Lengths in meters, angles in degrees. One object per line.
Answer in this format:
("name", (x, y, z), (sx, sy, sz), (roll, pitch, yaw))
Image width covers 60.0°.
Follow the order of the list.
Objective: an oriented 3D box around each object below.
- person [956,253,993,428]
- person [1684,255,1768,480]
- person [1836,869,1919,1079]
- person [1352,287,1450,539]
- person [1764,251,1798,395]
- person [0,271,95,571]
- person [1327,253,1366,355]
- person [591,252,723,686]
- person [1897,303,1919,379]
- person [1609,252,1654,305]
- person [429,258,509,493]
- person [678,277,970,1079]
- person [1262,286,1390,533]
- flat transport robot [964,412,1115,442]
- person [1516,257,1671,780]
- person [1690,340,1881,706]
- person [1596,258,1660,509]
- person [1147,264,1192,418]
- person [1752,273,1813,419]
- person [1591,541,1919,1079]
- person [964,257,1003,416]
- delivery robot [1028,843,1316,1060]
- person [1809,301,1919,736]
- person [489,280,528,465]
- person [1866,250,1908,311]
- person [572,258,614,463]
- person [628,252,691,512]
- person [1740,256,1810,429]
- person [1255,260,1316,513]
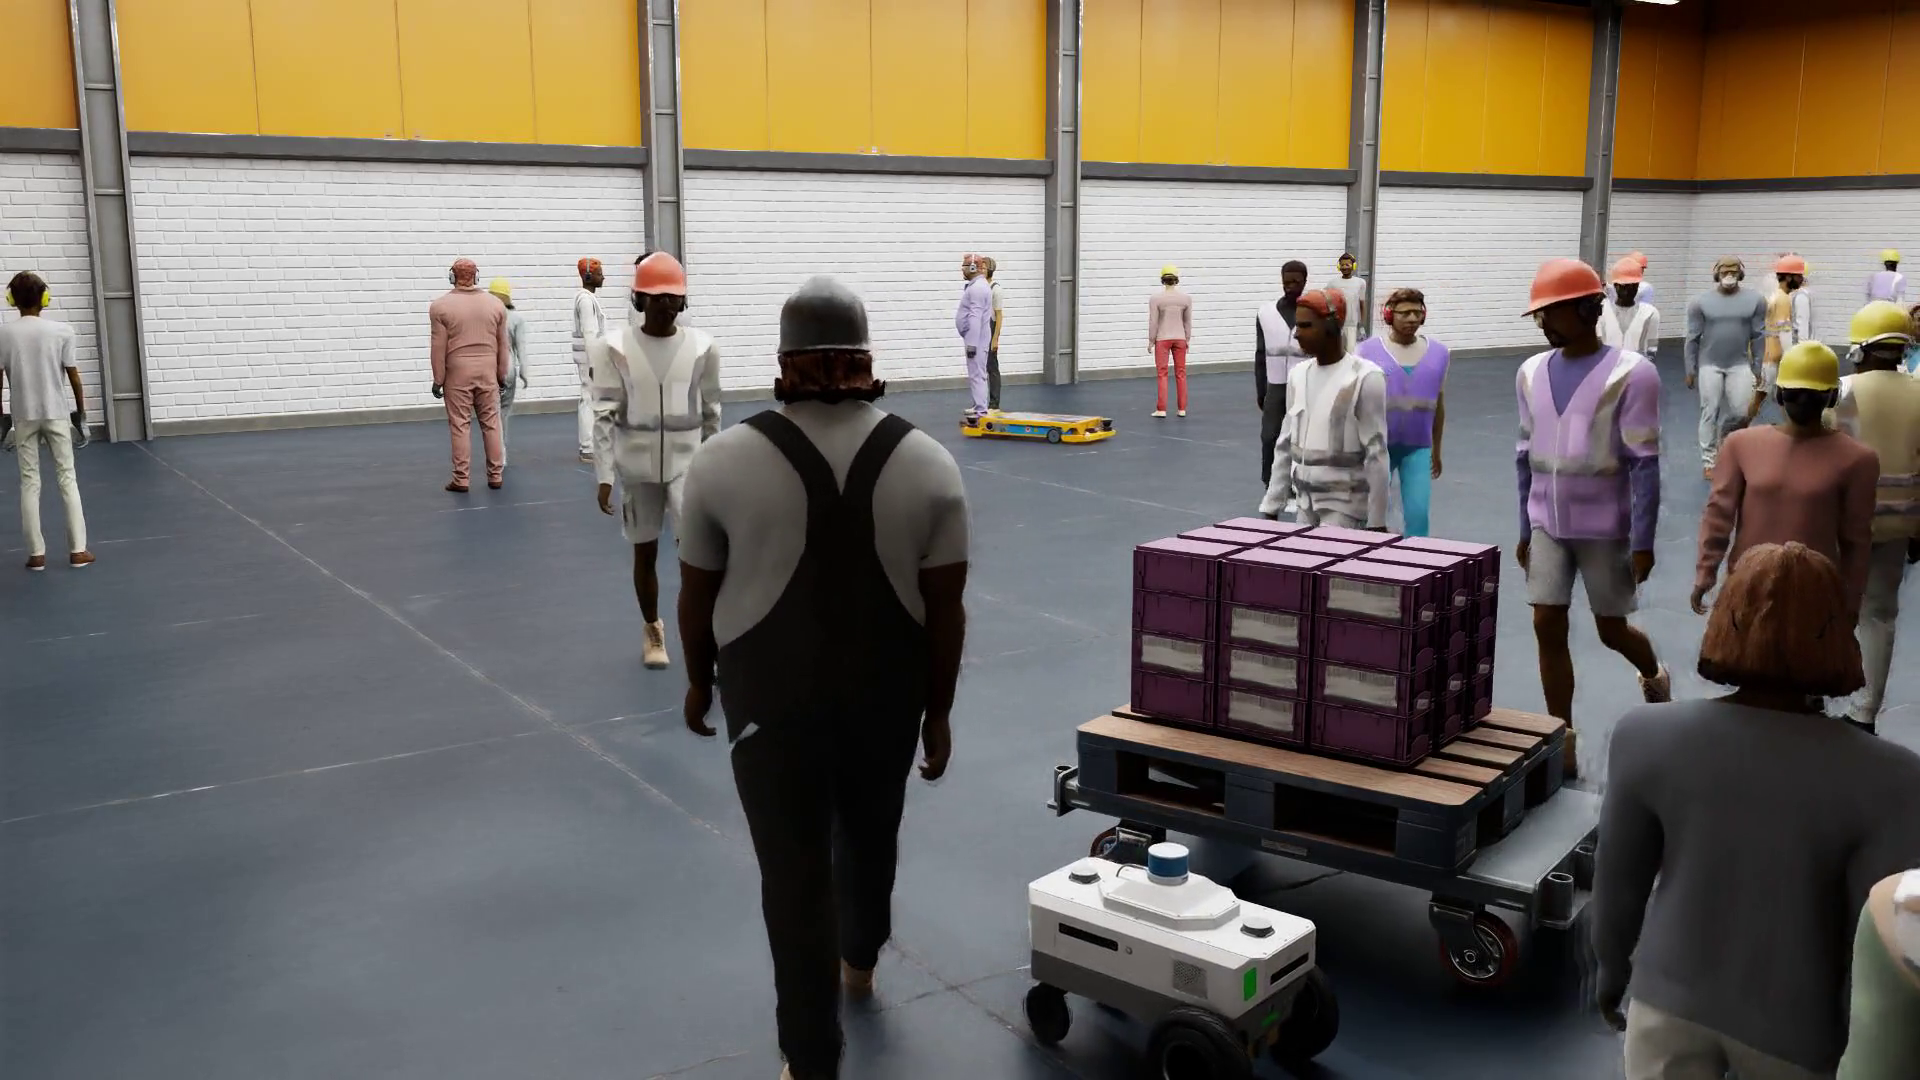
("person", (0.152, -2.181, 18.235), (0.401, 1.901, 0.647), (1, 10, 4))
("person", (6.532, -1.470, 14.249), (0.648, 1.923, 0.468), (3, 11, 17))
("person", (1.271, 0.933, 1.894), (0.542, 1.623, 0.375), (7, 13, 34))
("person", (2.472, -0.543, 9.507), (0.580, 1.813, 0.914), (-1, 10, -3))
("person", (10.851, -2.846, 21.883), (0.501, 1.888, 0.679), (1, 10, 6))
("person", (-5.752, -0.740, 10.415), (0.532, 1.863, 0.310), (-5, 11, -24))
("person", (4.951, -2.747, 21.404), (0.533, 1.870, 0.315), (3, 11, 15))
("person", (-1.373, -0.310, 7.688), (0.618, 1.997, 1.012), (-3, 11, -15))
("person", (6.393, -0.777, 11.218), (0.523, 1.645, 0.306), (8, 13, 36))
("person", (8.185, -2.562, 20.361), (0.563, 1.891, 0.989), (8, 13, 38))
("person", (-4.014, -1.344, 13.607), (0.651, 1.907, 0.409), (-7, 13, -35))
("person", (-0.352, 0.314, 4.150), (0.687, 2.000, 1.009), (-3, 11, -15))
("person", (1.545, -0.129, 7.053), (0.426, 1.871, 0.610), (-5, 11, -24))
("flat transport robot", (0.818, -1.172, 17.154), (1.431, 0.197, 0.652), (6, 12, 28))
("person", (2.456, -0.085, 6.443), (0.878, 1.997, 0.645), (-7, 13, -36))
("person", (2.924, 0.149, 5.907), (0.533, 1.733, 0.796), (9, 13, 39))
("person", (5.014, -1.177, 12.659), (0.551, 1.914, 0.509), (3, 11, 15))
("person", (2.405, -2.284, 19.155), (0.526, 1.765, 0.329), (-2, 11, -13))
("person", (9.332, -2.247, 18.872), (0.933, 1.785, 0.621), (4, 11, 19))
("person", (1.302, 0.788, 2.787), (0.514, 1.579, 0.901), (8, 13, 37))
("person", (0.291, -2.352, 19.303), (0.345, 1.847, 0.508), (-8, 13, -36))
("delivery robot", (0.517, 1.006, 4.179), (0.707, 0.478, 0.477), (9, 14, 40))
("person", (3.728, -0.083, 6.944), (0.626, 1.813, 0.599), (1, 10, 3))
("person", (-4.247, -1.527, 15.210), (0.568, 1.676, 0.861), (-4, 11, -19))
("person", (13.723, -3.338, 24.644), (0.993, 1.869, 0.595), (-8, 13, -37))
("person", (-3.413, -1.655, 15.383), (0.339, 1.879, 0.584), (-3, 11, -15))
("person", (-2.299, -1.197, 12.657), (0.602, 1.961, 0.368), (8, 13, 36))
("person", (7.875, -1.738, 15.804), (0.962, 1.888, 0.574), (5, 11, 23))
("person", (2.482, -1.129, 12.442), (0.593, 1.899, 0.591), (3, 11, 18))
